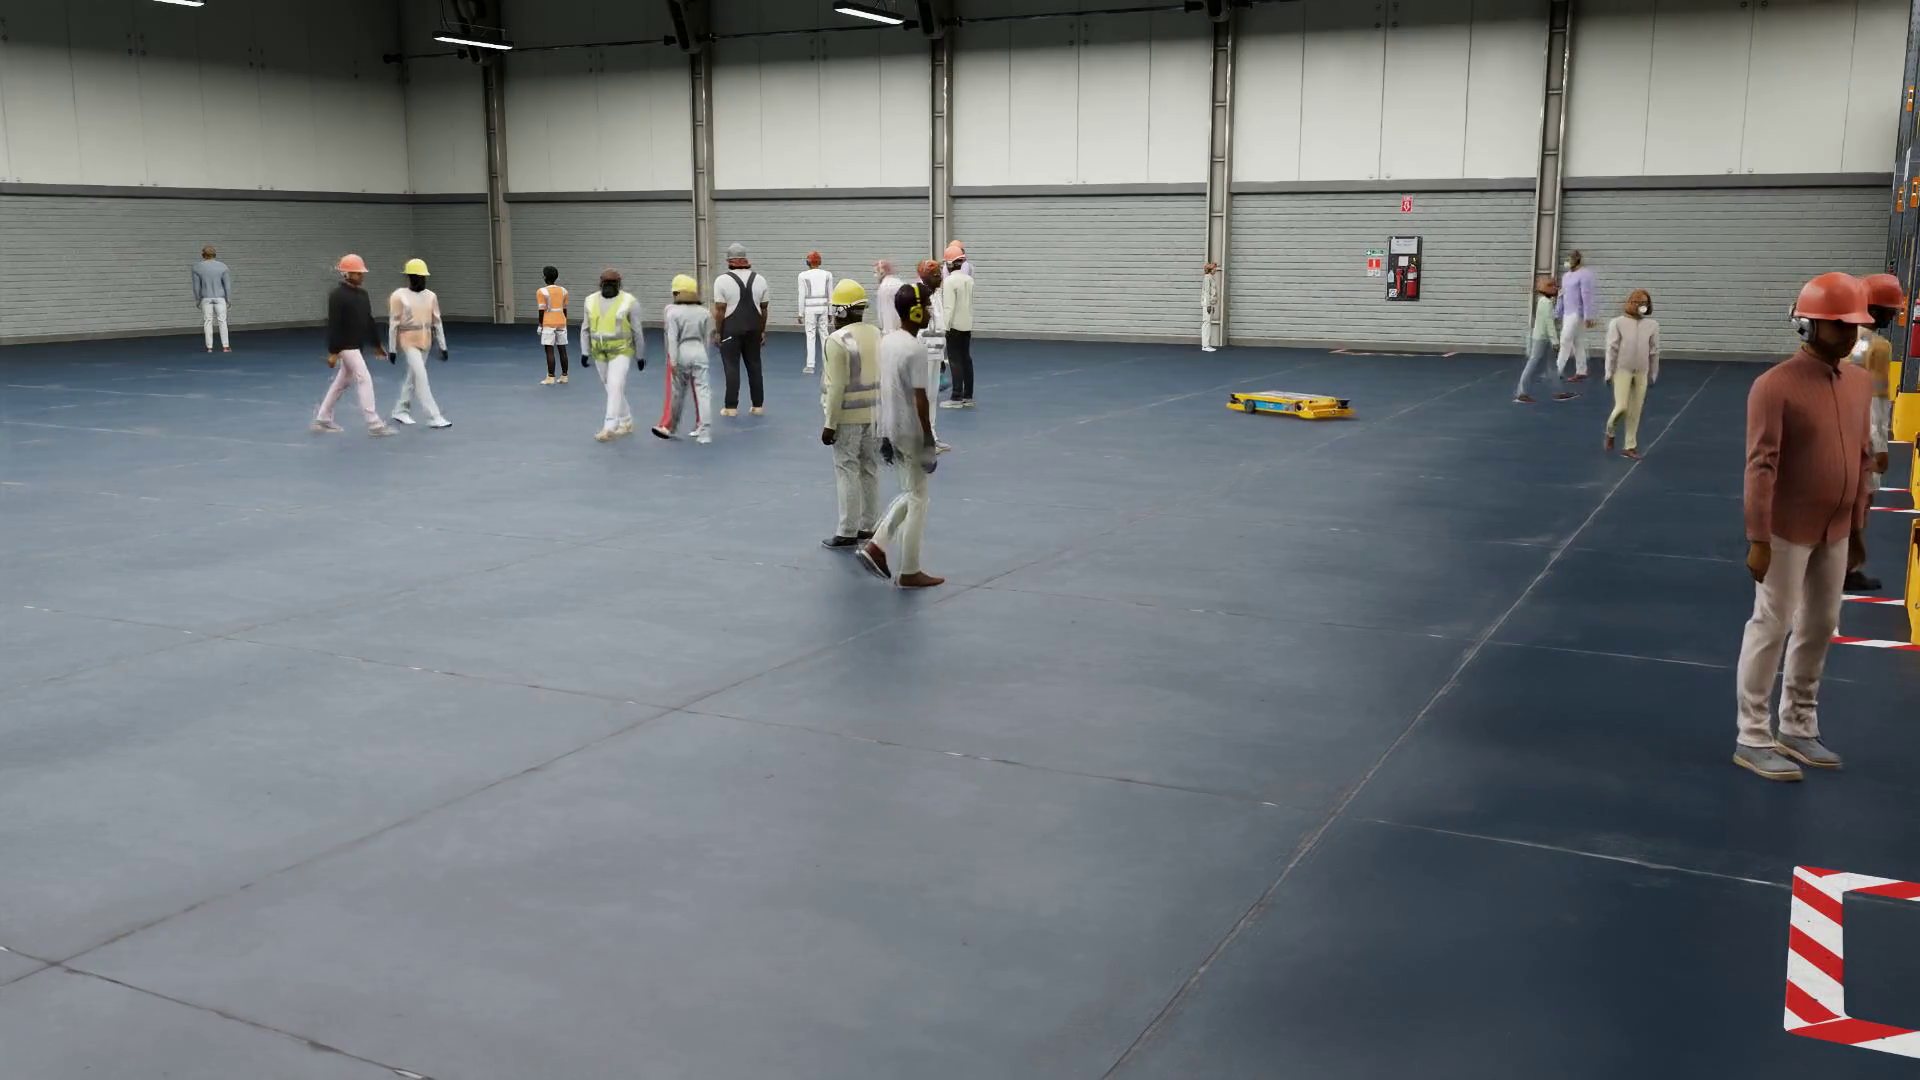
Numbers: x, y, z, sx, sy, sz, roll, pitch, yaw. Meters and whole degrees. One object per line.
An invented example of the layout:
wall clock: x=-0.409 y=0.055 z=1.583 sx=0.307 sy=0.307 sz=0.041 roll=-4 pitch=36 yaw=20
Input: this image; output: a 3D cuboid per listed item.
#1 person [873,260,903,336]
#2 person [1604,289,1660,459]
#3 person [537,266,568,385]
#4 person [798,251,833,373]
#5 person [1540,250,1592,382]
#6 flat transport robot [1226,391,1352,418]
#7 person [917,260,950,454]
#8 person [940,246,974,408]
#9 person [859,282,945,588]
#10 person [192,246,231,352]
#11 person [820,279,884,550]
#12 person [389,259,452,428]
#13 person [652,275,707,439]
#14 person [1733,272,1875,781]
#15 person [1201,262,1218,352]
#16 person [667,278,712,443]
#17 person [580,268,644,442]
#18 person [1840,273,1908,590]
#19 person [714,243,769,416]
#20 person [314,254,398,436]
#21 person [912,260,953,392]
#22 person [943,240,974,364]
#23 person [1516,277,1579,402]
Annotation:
person: x=-0.882 y=-2.784 z=22.003 sx=1.152 sy=1.797 sz=0.658 roll=4 pitch=11 yaw=22
person: x=6.416 y=-1.585 z=15.899 sx=0.526 sy=1.619 sz=0.385 roll=-1 pitch=10 yaw=-5
person: x=-5.804 y=-3.050 z=23.704 sx=0.318 sy=1.697 sz=0.535 roll=7 pitch=13 yaw=35
person: x=-2.243 y=-3.529 z=25.810 sx=0.573 sy=1.883 sz=0.356 roll=-5 pitch=12 yaw=-26
person: x=8.762 y=-3.231 z=24.099 sx=0.905 sy=1.903 sz=0.655 roll=-1 pitch=10 yaw=-7
flat transport robot: x=3.916 y=-1.627 z=19.835 sx=0.652 sy=0.197 sz=1.431 roll=-7 pitch=13 yaw=-34
person: x=-0.300 y=-1.784 z=16.301 sx=0.352 sy=1.879 sz=0.580 roll=4 pitch=11 yaw=21
person: x=-0.051 y=-2.630 z=20.602 sx=0.396 sy=1.990 sz=0.621 roll=6 pitch=12 yaw=30
person: x=-0.320 y=-0.615 z=10.001 sx=0.446 sy=1.852 sz=0.545 roll=-6 pitch=12 yaw=-28
person: x=-13.640 y=-4.392 z=30.364 sx=0.631 sy=1.940 sz=0.372 roll=-4 pitch=11 yaw=-21
person: x=-0.746 y=-0.848 z=11.322 sx=0.404 sy=1.833 sz=0.590 roll=6 pitch=12 yaw=30
person: x=-6.060 y=-2.192 z=18.563 sx=1.008 sy=1.872 sz=0.605 roll=6 pitch=12 yaw=30
person: x=-2.894 y=-1.895 z=17.342 sx=0.537 sy=1.704 sz=0.927 roll=3 pitch=11 yaw=18
person: x=3.331 y=-0.047 z=6.538 sx=0.614 sy=1.989 sz=0.403 roll=-5 pitch=11 yaw=-25
person: x=4.590 y=-4.293 z=30.635 sx=0.307 sy=1.641 sz=0.514 roll=3 pitch=11 yaw=14
person: x=-2.819 y=-1.871 z=17.294 sx=0.483 sy=1.682 sz=0.936 roll=-6 pitch=12 yaw=-28
person: x=-3.648 y=-1.942 z=17.454 sx=0.617 sy=1.795 sz=0.904 roll=3 pitch=11 yaw=18
person: x=5.259 y=-0.626 z=9.908 sx=0.593 sy=1.911 sz=0.555 roll=0 pitch=10 yaw=-2
person: x=-2.633 y=-2.491 z=19.717 sx=0.689 sy=2.000 sz=0.536 roll=-7 pitch=12 yaw=-32
person: x=-6.543 y=-2.068 z=17.759 sx=1.000 sy=1.940 sz=0.632 roll=1 pitch=10 yaw=4
person: x=-0.367 y=-2.835 z=22.270 sx=0.935 sy=1.794 sz=0.594 roll=-7 pitch=13 yaw=-35
person: x=-0.062 y=-3.923 z=27.519 sx=0.605 sy=2.044 sz=0.375 roll=-8 pitch=13 yaw=-38
person: x=7.515 y=-2.532 z=21.162 sx=0.825 sy=1.598 sz=0.520 roll=4 pitch=11 yaw=20
